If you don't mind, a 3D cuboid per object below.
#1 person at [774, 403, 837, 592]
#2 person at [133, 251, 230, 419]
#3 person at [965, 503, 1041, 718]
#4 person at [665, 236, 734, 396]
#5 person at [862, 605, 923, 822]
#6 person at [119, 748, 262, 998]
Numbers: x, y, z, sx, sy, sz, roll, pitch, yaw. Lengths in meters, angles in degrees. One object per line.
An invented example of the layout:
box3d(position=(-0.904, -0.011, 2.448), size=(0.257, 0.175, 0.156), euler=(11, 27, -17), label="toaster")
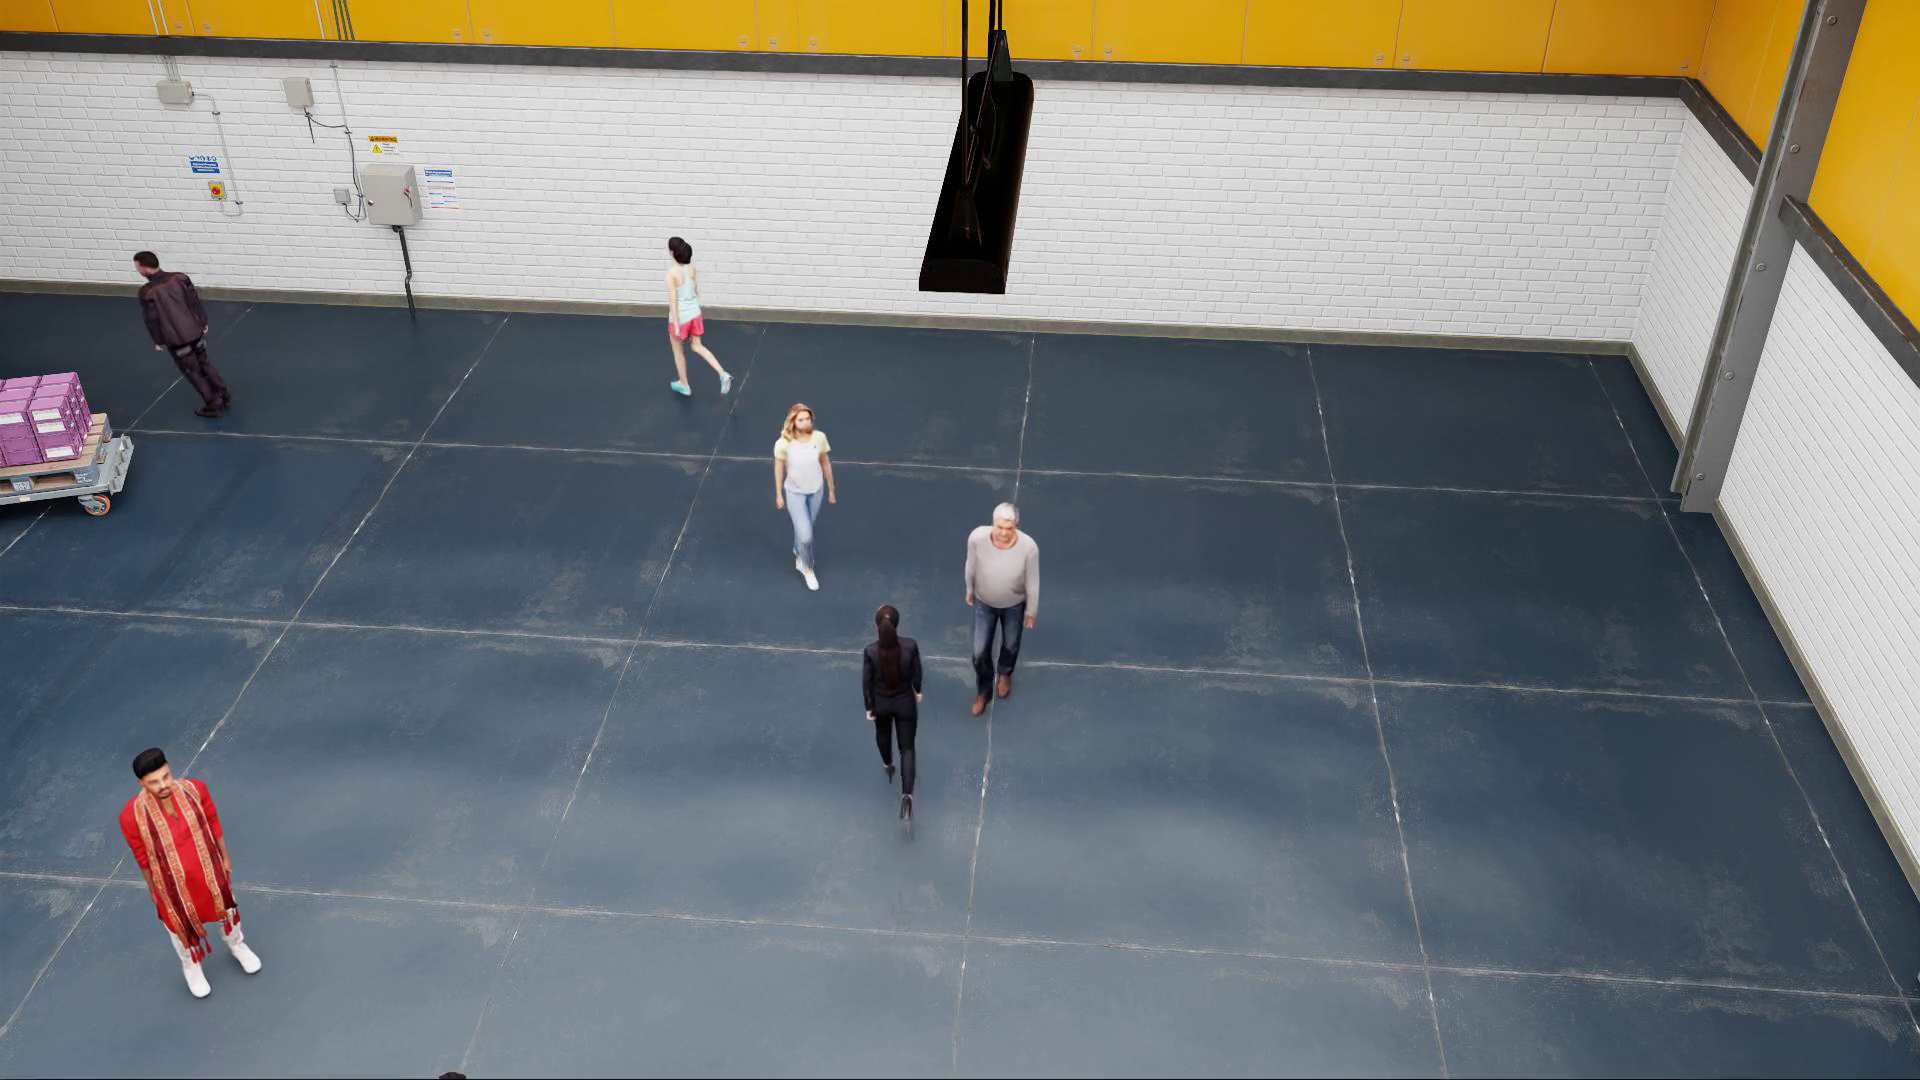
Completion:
box3d(position=(-1.363, -0.438, 14.126), size=(0.829, 1.709, 0.899), euler=(-18, 38, -25), label="person")
box3d(position=(-7.646, -2.036, 16.426), size=(0.906, 1.825, 0.746), euler=(27, 42, 35), label="person")
box3d(position=(0.315, 0.424, 12.686), size=(0.778, 1.869, 0.873), euler=(6, 34, 9), label="person")
box3d(position=(-2.694, -2.187, 16.729), size=(1.003, 1.742, 1.054), euler=(23, 40, 31), label="person")
box3d(position=(-0.444, 1.217, 11.660), size=(0.696, 1.683, 1.075), euler=(-2, 34, -4), label="person")
box3d(position=(-4.810, 2.012, 10.287), size=(0.766, 1.879, 0.825), euler=(-25, 41, -32), label="person")
